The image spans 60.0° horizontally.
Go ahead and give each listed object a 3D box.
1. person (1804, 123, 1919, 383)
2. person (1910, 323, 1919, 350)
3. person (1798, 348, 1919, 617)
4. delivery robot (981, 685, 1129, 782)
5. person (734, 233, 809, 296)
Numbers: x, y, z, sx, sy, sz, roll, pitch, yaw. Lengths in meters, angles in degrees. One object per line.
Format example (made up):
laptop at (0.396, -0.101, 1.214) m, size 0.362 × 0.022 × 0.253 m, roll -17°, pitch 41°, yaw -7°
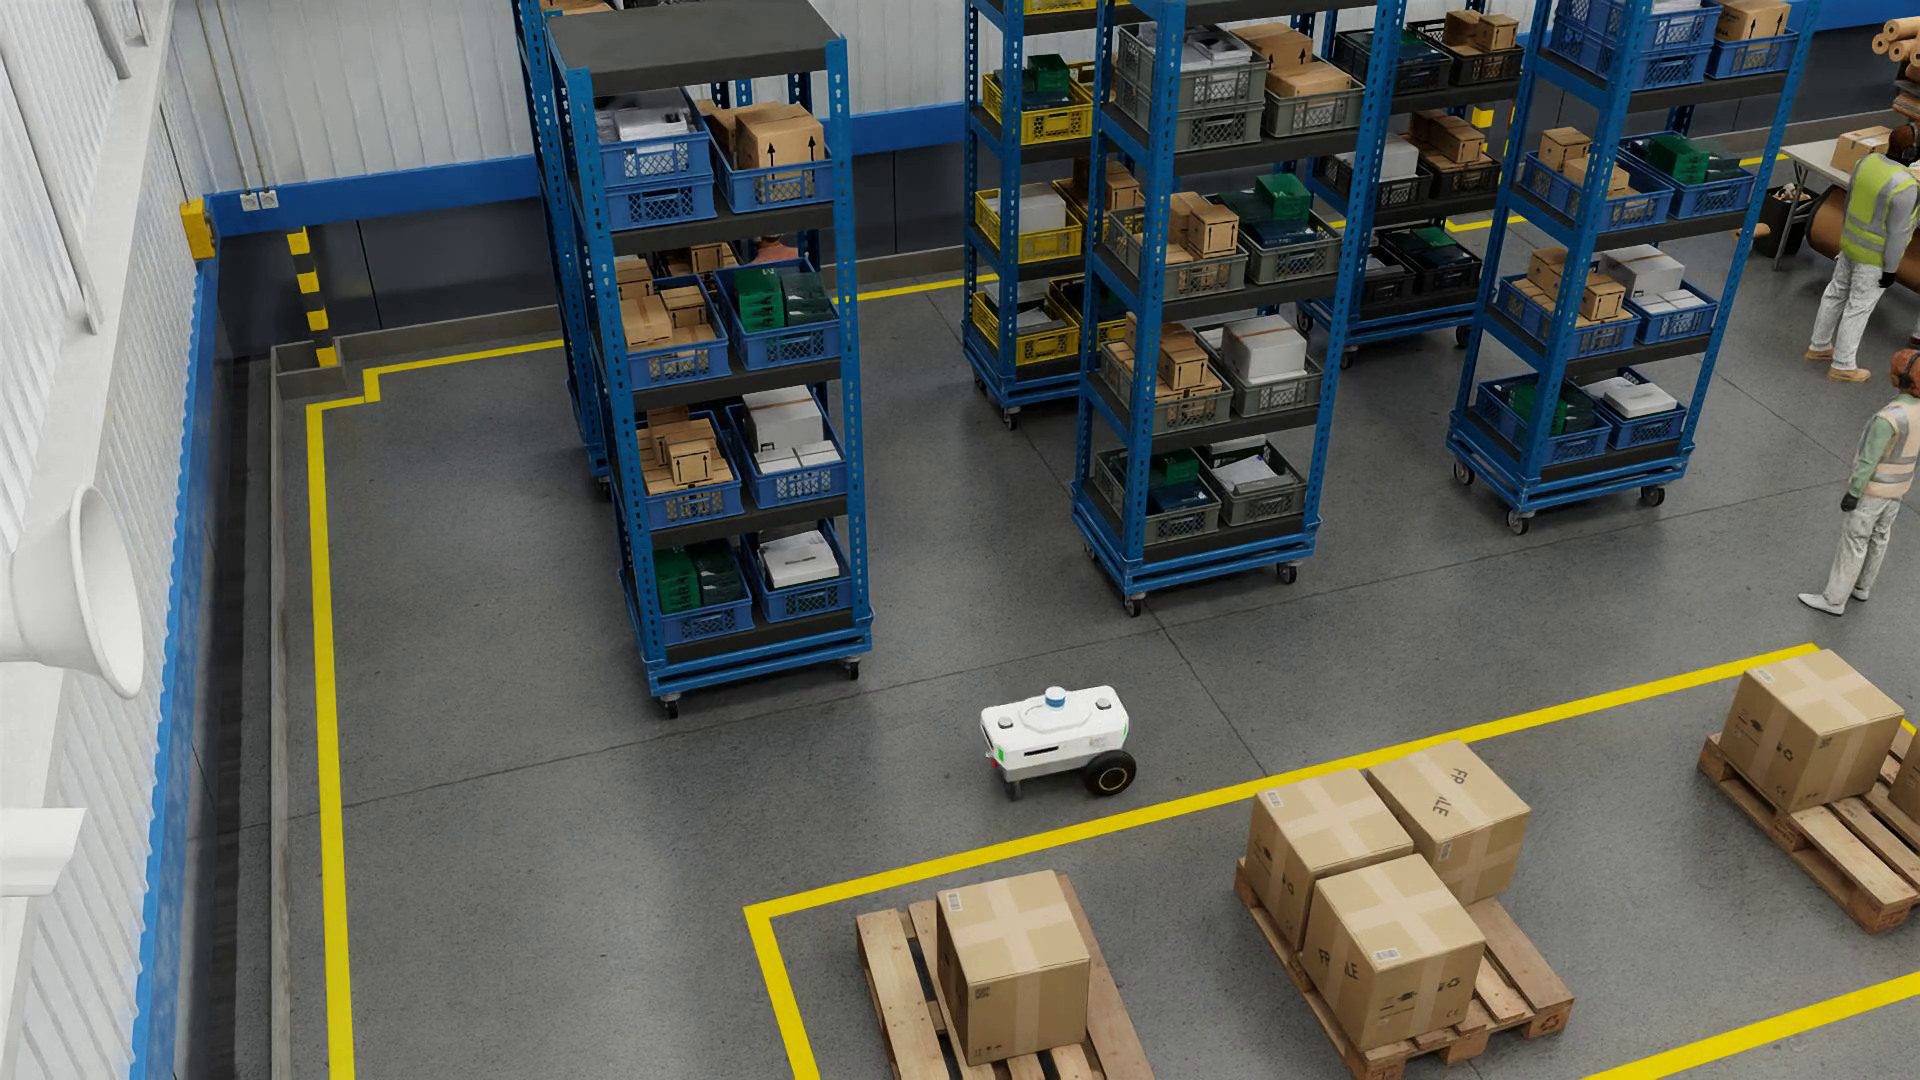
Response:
person at (6.305, -1.994, 11.506) m, size 0.429 × 1.844 × 0.627 m, roll -4°, pitch 35°, yaw -6°
person at (7.128, -2.116, 11.607) m, size 0.372 × 1.932 × 0.631 m, roll 5°, pitch 35°, yaw 7°
person at (5.132, -0.312, 9.302) m, size 0.520 × 1.632 × 0.315 m, roll -22°, pitch 41°, yaw -28°
delivery robot at (0.470, 0.952, 8.359) m, size 0.707 × 0.478 × 0.477 m, roll -9°, pitch 36°, yaw -13°
person at (-1.137, -1.178, 10.234) m, size 0.625 × 1.981 × 0.412 m, roll -29°, pitch 45°, yaw -35°
